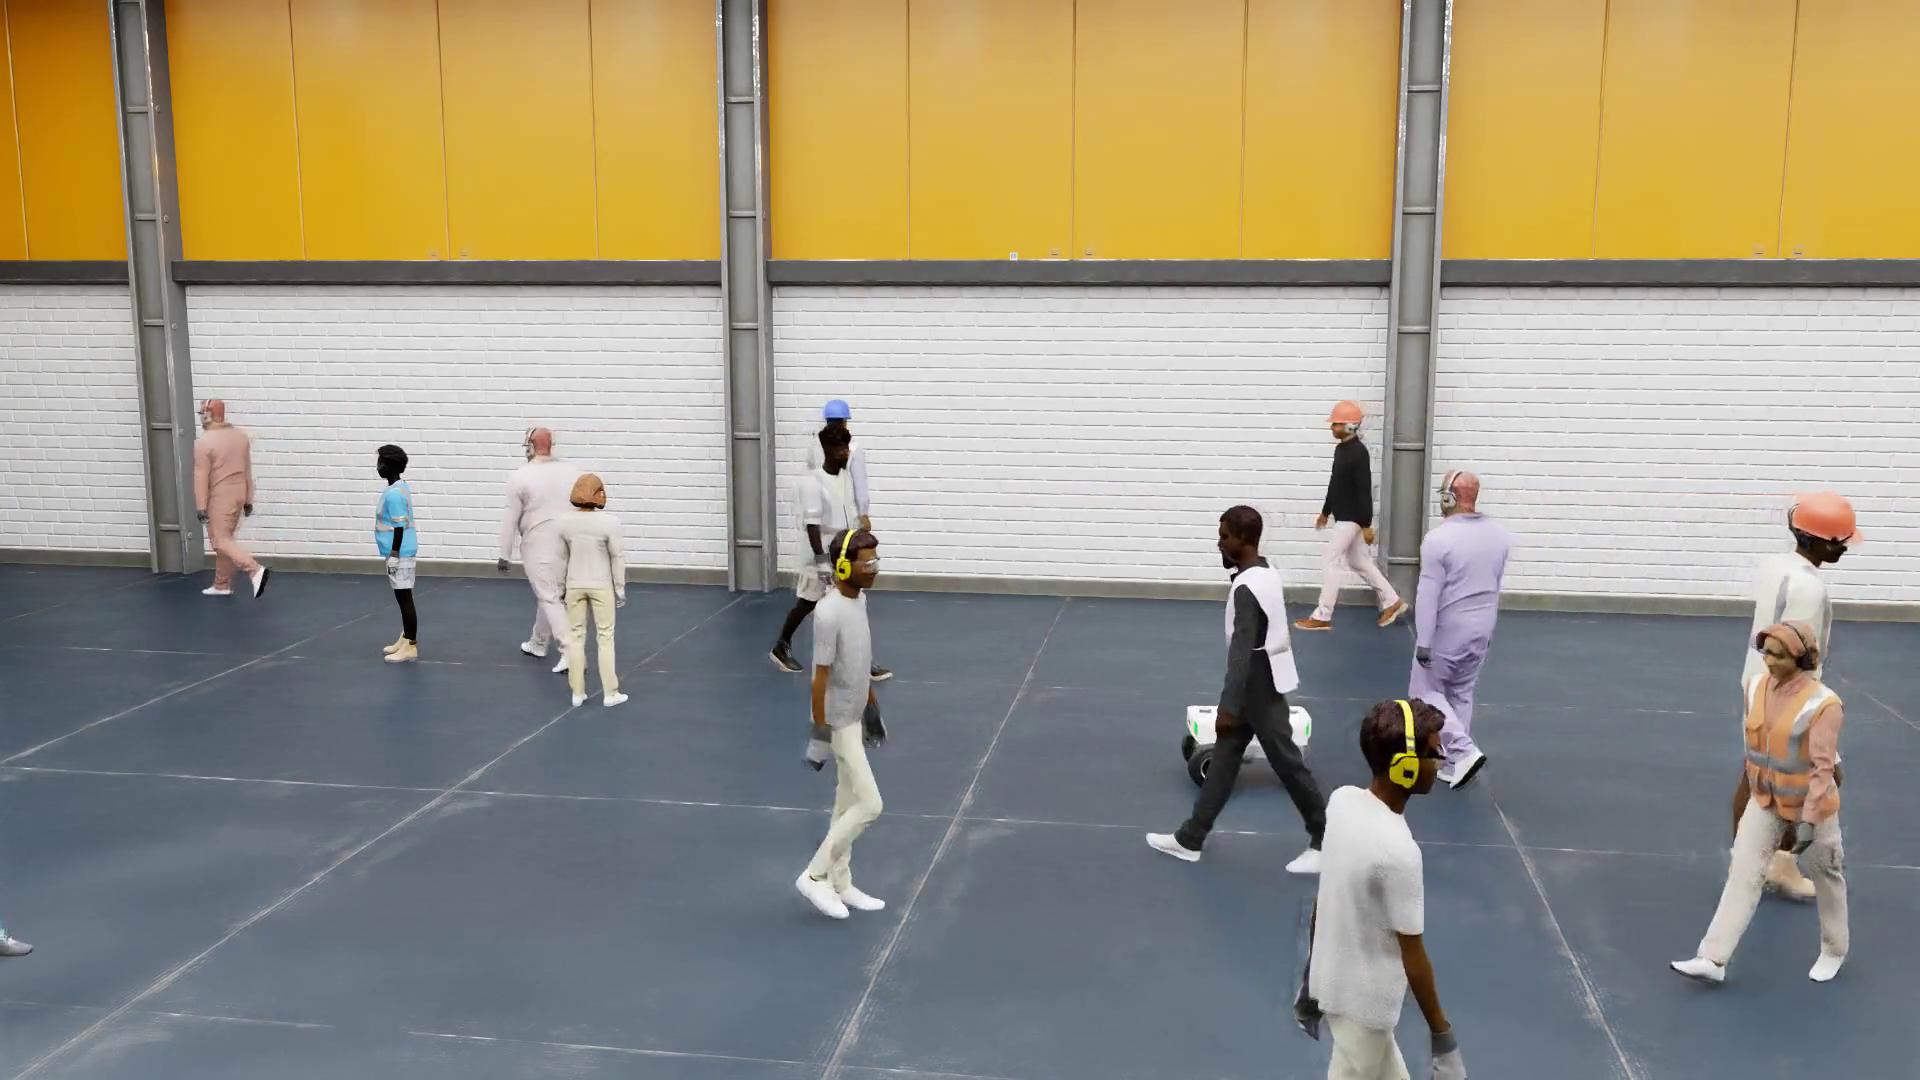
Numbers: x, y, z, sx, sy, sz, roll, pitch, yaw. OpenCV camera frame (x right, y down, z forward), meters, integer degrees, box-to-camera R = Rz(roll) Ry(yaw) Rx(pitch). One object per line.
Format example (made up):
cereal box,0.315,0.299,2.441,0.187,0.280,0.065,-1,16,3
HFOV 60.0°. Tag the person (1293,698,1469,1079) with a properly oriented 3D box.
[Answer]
person,1.278,1.351,4.792,0.897,1.829,0.553,-1,9,-4

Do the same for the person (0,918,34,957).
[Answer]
person,-4.611,0.976,7.248,0.881,1.800,0.590,1,9,3

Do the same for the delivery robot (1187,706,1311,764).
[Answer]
delivery robot,1.715,1.119,9.877,0.707,0.478,0.477,0,9,2

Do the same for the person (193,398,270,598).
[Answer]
person,-6.737,-0.375,15.333,0.801,1.879,0.651,2,10,15

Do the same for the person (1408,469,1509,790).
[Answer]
person,2.899,0.535,9.658,0.651,1.891,0.552,-5,10,-28

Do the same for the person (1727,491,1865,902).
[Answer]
person,4.012,0.748,7.966,0.556,2.008,0.649,1,9,7

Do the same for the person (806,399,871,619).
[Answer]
person,-1.036,-0.246,14.323,0.661,1.934,0.447,6,11,32

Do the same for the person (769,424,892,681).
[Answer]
person,-1.019,0.084,12.360,1.011,1.923,0.603,6,11,34

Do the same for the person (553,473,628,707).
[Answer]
person,-2.573,0.350,11.590,0.502,1.632,0.277,1,9,9

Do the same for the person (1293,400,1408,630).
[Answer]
person,3.348,-0.203,14.029,0.938,1.962,0.606,0,9,3

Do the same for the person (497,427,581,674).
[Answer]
person,-3.155,0.065,12.696,1.010,1.856,0.673,8,12,40

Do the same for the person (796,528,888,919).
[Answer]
person,-0.509,0.858,7.791,0.384,1.855,0.523,1,9,9

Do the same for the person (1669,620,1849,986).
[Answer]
person,3.459,1.117,6.978,0.887,1.579,0.535,-4,10,-21

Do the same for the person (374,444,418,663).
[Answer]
person,-4.382,0.098,12.945,0.318,1.699,0.535,-3,10,-18

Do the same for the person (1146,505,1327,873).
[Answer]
person,1.489,0.761,8.400,1.023,1.853,0.711,2,9,14
